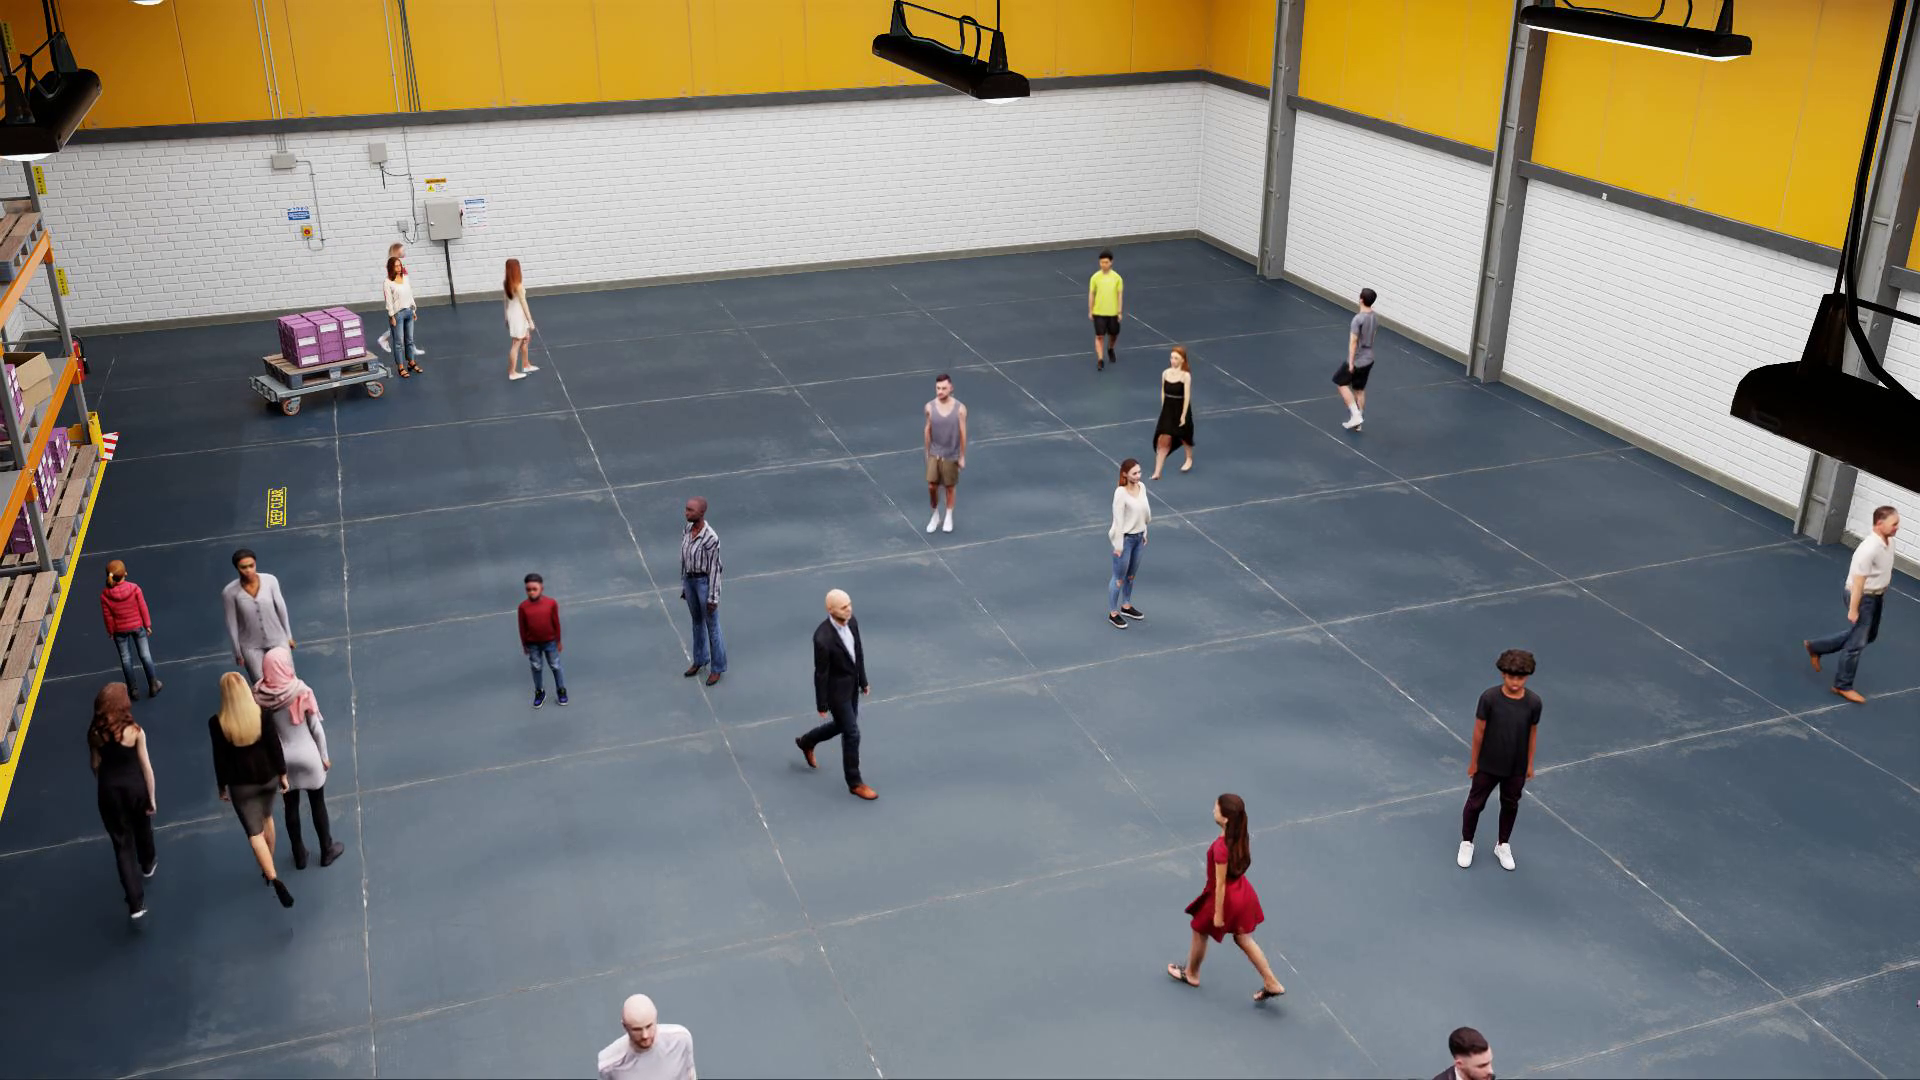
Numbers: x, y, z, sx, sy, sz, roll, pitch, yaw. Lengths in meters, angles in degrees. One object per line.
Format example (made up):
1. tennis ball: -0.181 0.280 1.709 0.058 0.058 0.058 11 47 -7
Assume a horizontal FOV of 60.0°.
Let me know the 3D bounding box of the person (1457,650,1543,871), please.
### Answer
1. person: 4.023 1.609 12.328 0.710 1.781 0.701 3 24 6

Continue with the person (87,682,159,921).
1. person: -5.951 1.880 11.816 0.556 1.695 1.149 -9 25 -19

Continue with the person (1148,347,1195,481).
1. person: 2.617 -1.501 19.701 1.108 1.575 1.058 16 28 31

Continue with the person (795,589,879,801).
1. person: -1.008 1.187 13.299 1.175 1.777 1.097 12 26 26

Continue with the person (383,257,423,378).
1. person: -7.848 -3.151 23.340 0.736 1.683 0.695 13 27 27

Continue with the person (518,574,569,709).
1. person: -3.701 0.865 14.688 0.532 1.254 0.521 -5 24 -11

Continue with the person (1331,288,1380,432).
1. person: 5.131 -2.253 21.069 0.747 1.856 0.788 -16 28 -32

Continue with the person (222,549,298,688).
1. person: -5.962 0.840 14.158 0.741 1.725 0.766 -15 28 -31

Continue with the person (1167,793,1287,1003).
1. person: 1.828 2.376 10.896 1.114 1.522 0.924 17 29 34

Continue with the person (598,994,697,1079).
1. person: -1.636 3.100 8.877 0.705 1.813 0.856 -11 26 -24

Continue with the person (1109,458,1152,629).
1. person: 1.625 0.009 16.101 0.691 1.692 0.702 21 31 40

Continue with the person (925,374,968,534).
1. person: -0.138 -0.982 18.235 0.737 1.832 0.780 3 24 7

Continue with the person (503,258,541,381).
1. person: -6.229 -3.041 23.073 0.764 1.695 0.771 -18 30 -36

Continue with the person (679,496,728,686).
1. person: -2.324 0.436 14.993 0.633 1.796 0.758 19 30 37

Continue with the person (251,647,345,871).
1. person: -4.914 1.610 12.299 0.690 1.803 0.665 -2 24 -5

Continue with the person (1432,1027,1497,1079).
1. person: 2.470 3.223 8.611 0.922 1.802 1.300 -17 29 -34

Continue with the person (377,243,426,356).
1. person: -8.165 -3.449 24.016 0.712 1.688 0.808 -6 24 -14

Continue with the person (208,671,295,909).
1. person: -4.997 1.822 11.808 0.799 1.808 1.163 -14 27 -30

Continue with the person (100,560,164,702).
1. person: -7.384 0.792 14.777 0.515 1.317 0.494 -10 26 -22

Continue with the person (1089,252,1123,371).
1. person: 2.074 -3.273 23.602 0.805 1.697 0.881 3 24 7

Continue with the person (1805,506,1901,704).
1. person: 7.939 0.504 14.785 0.831 1.838 1.000 -17 29 -33
